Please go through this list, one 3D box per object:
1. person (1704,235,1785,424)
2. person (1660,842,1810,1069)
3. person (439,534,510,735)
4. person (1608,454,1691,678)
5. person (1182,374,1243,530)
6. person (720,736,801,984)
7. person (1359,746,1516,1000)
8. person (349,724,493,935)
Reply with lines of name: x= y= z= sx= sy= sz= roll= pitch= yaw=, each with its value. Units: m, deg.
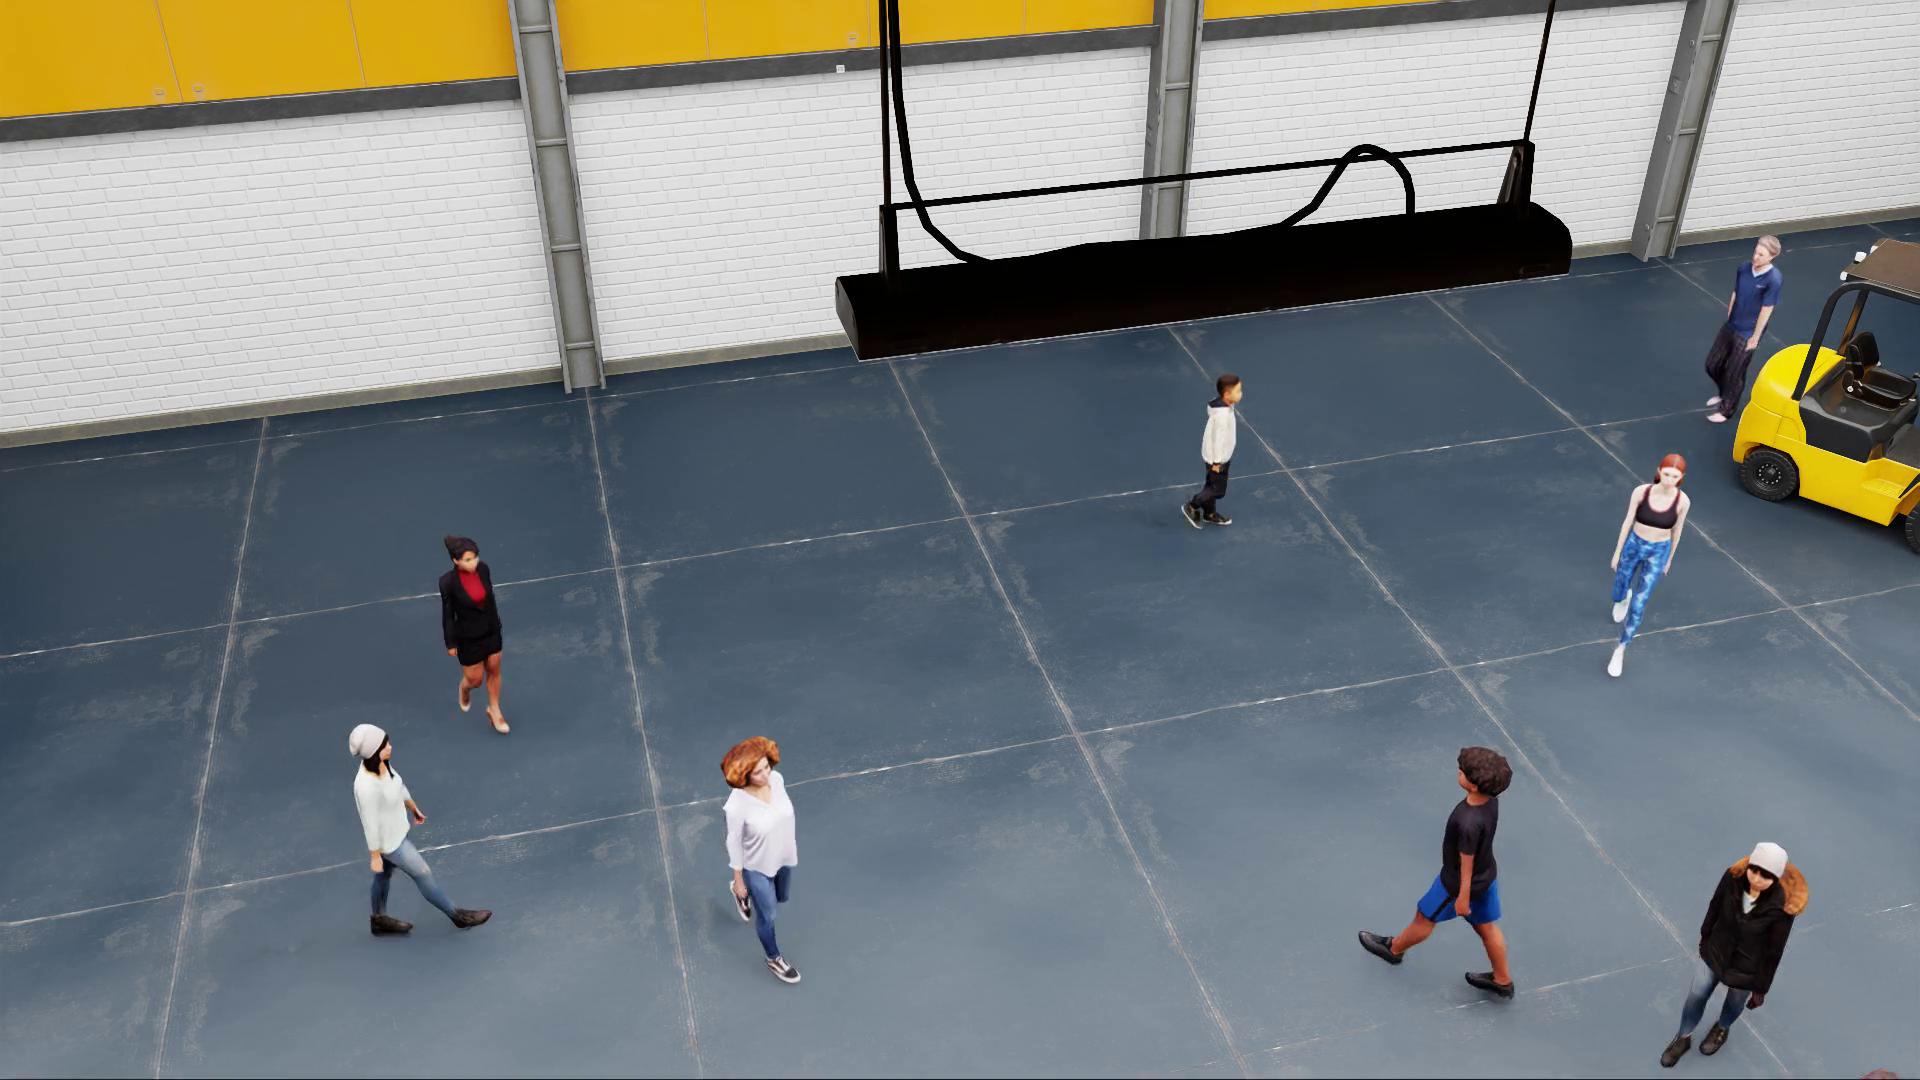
person: x=7.295 y=-1.942 z=15.329 sx=0.718 sy=1.853 sz=0.722 roll=-14 pitch=36 yaw=-19
person: x=4.348 y=2.258 z=9.225 sx=0.797 sy=1.616 sz=0.876 roll=28 pitch=43 yaw=35
person: x=-3.422 y=0.662 z=11.614 sx=0.795 sy=1.630 sz=0.752 roll=28 pitch=43 yaw=36
person: x=5.058 y=0.112 z=12.316 sx=1.007 sy=1.770 sz=1.024 roll=14 pitch=36 yaw=20
person: x=2.087 y=-0.742 z=13.892 sx=0.779 sy=1.446 sz=0.722 roll=6 pitch=34 yaw=9
person: x=-1.213 y=1.833 z=9.799 sx=0.994 sy=1.690 sz=0.998 roll=26 pitch=42 yaw=34
person: x=2.997 y=1.965 z=9.547 sx=1.171 sy=1.747 sz=1.152 roll=21 pitch=39 yaw=28
person: x=-3.497 y=1.767 z=9.960 sx=1.010 sy=1.620 sz=0.676 roll=-4 pitch=34 yaw=-6
